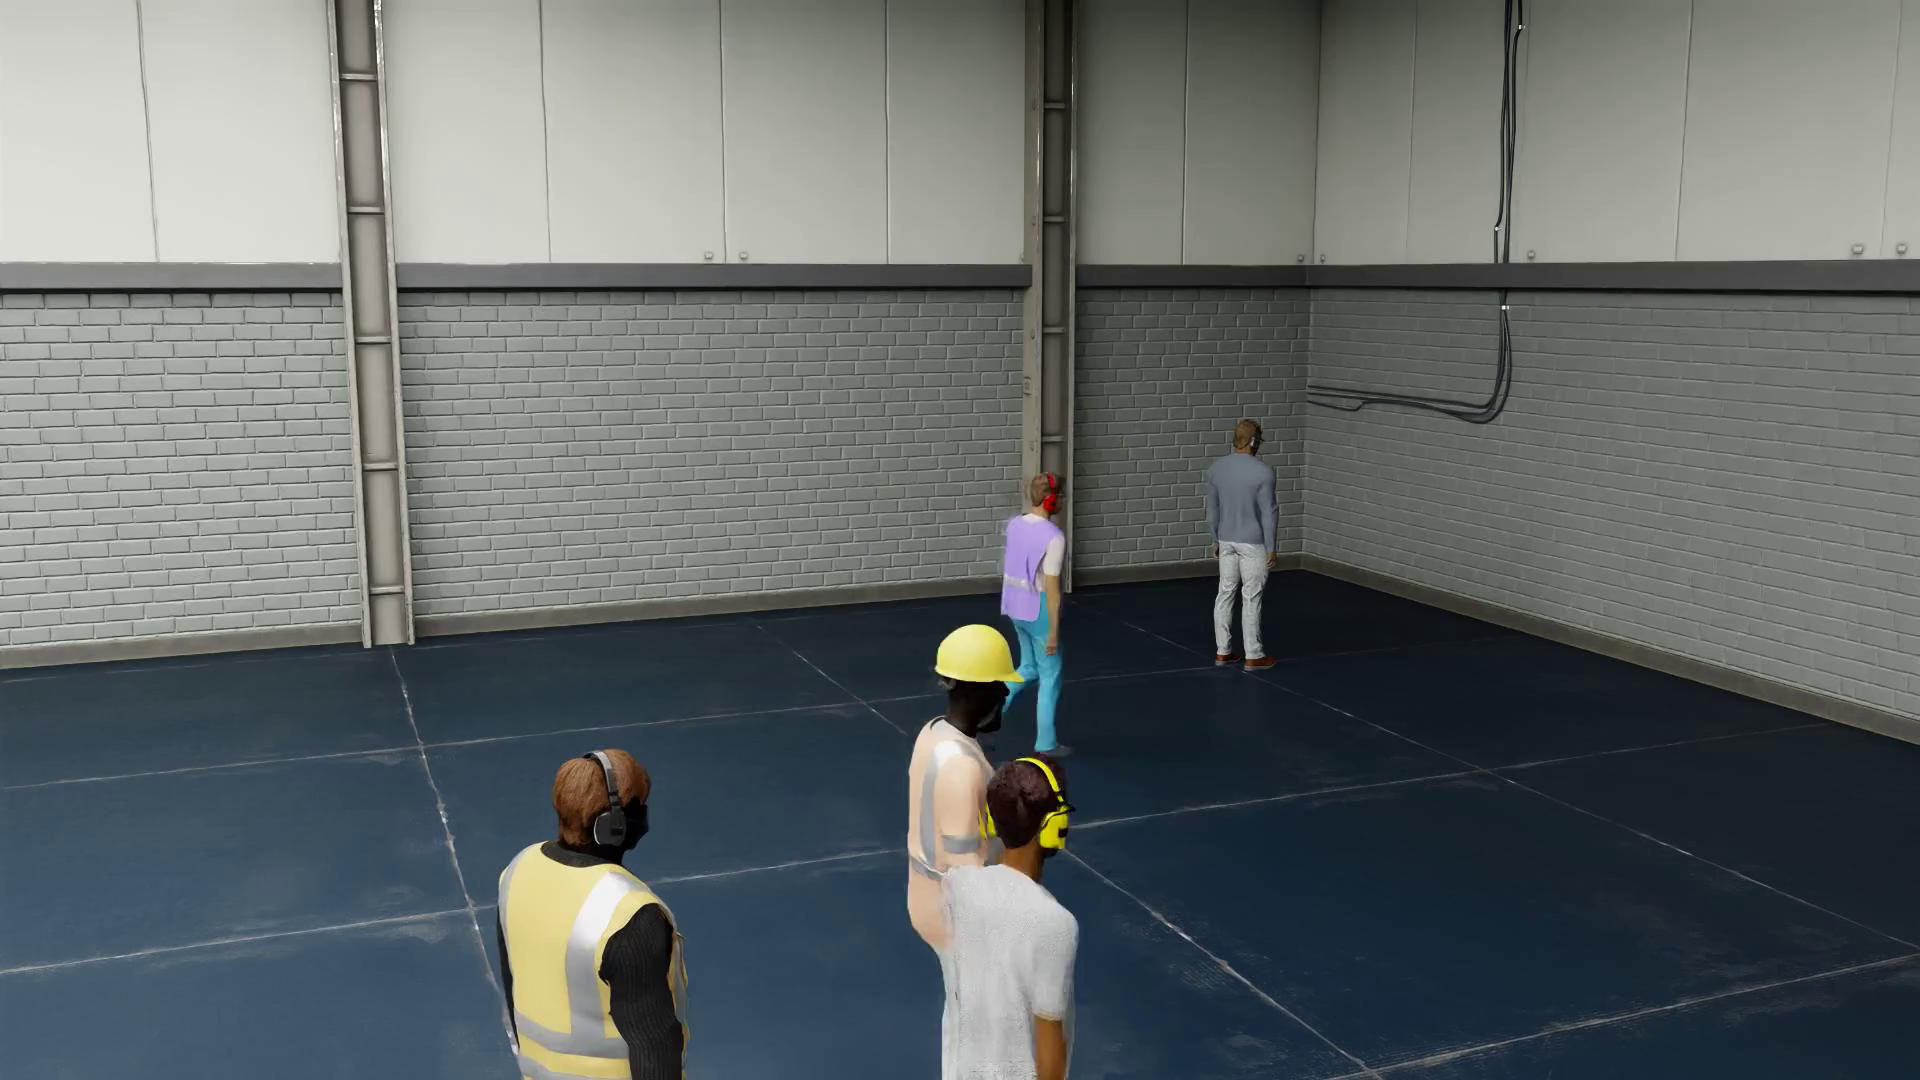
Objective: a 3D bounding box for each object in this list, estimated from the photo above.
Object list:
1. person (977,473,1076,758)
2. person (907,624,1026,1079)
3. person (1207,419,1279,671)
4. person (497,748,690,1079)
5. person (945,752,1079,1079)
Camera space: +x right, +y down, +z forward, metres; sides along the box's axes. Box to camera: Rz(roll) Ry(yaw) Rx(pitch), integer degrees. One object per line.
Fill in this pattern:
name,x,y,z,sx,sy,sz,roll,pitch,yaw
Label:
person,0.421,0.488,10.320,0.586,1.824,0.579,-5,11,-31
person,0.031,1.217,5.438,0.447,1.915,0.608,-1,9,-7
person,2.185,0.037,12.822,0.373,1.935,0.628,-9,13,-44
person,-0.911,1.438,4.312,0.636,1.842,0.429,9,12,43
person,0.206,1.447,4.344,0.989,1.813,0.541,-7,11,-37
